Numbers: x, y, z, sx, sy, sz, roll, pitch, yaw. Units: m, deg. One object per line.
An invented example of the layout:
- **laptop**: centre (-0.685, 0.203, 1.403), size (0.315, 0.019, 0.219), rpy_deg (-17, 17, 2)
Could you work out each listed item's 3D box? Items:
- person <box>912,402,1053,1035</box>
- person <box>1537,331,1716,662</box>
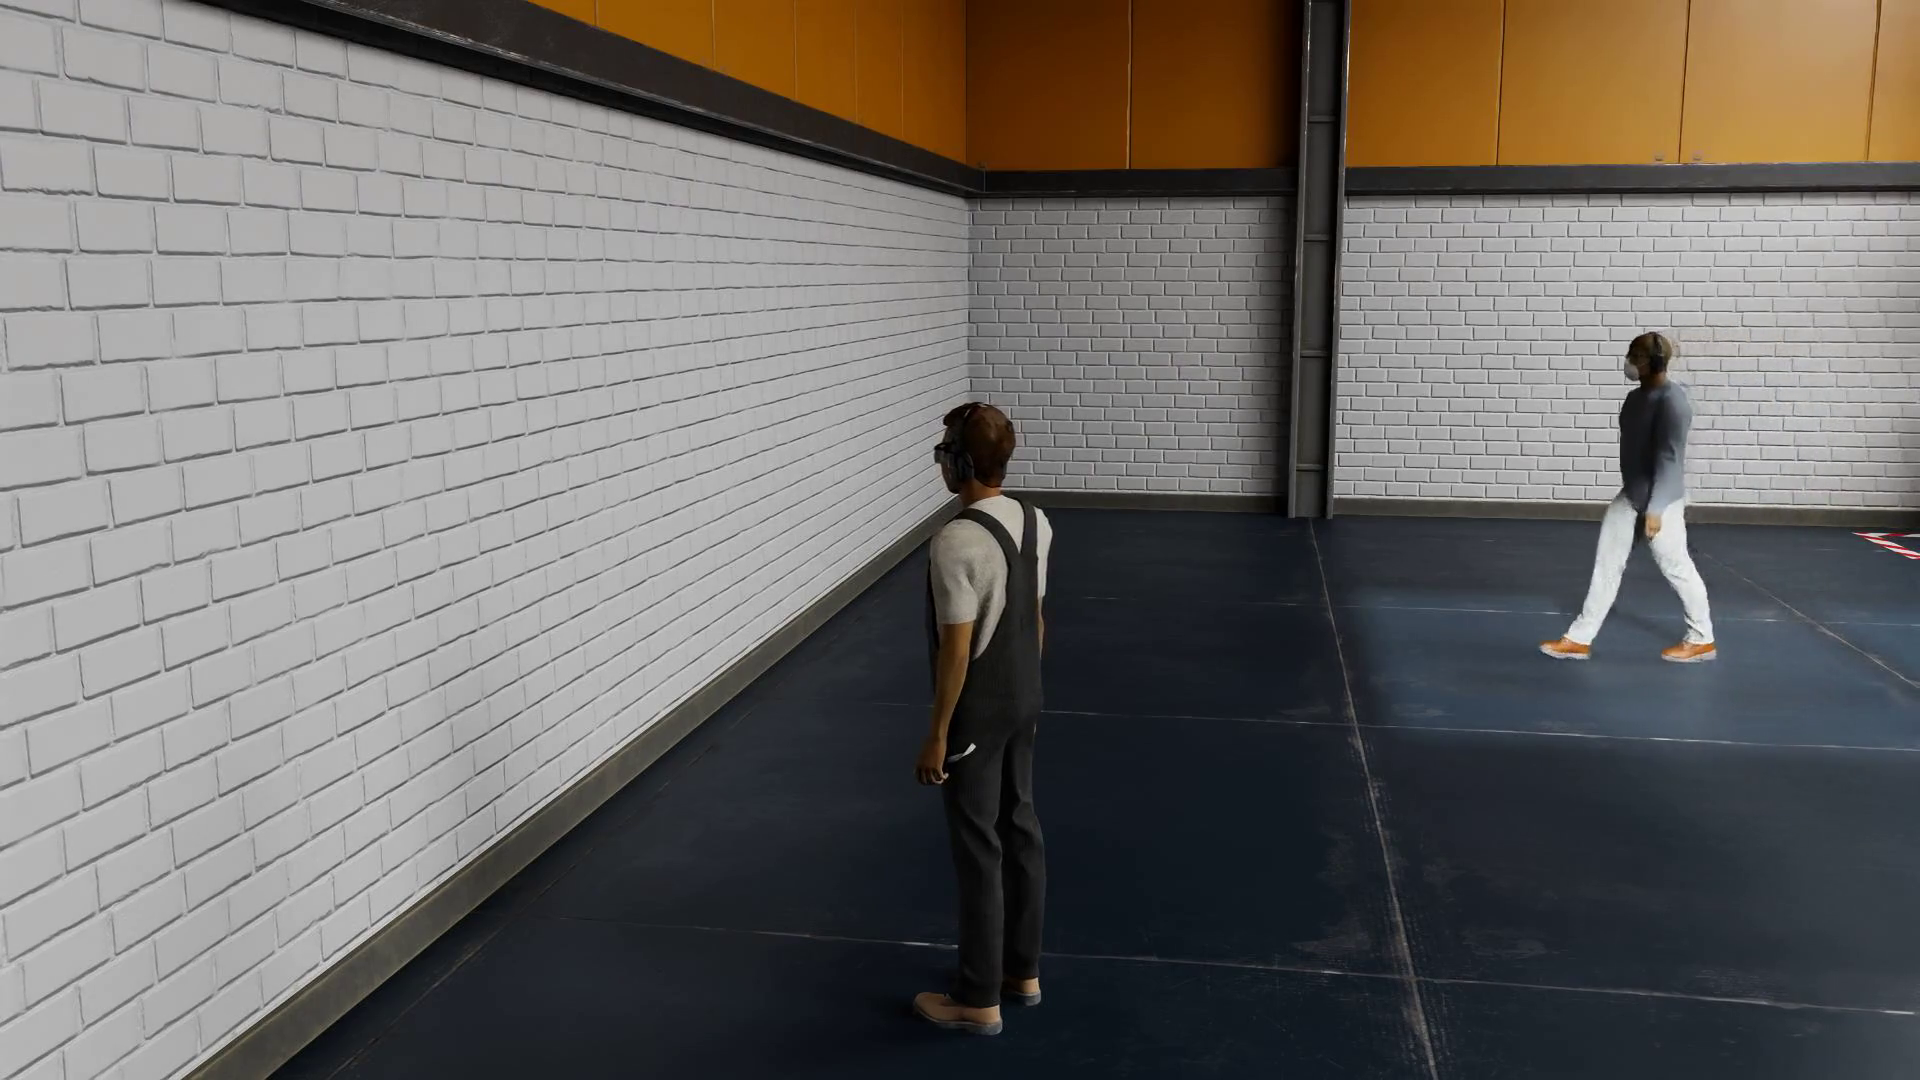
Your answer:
- **person**: centre (0.063, 0.519, 4.869), size (0.343, 1.847, 0.506), rpy_deg (7, 11, 35)
- **person**: centre (3.861, -0.226, 9.382), size (1.008, 1.888, 0.645), rpy_deg (-1, 9, -4)
